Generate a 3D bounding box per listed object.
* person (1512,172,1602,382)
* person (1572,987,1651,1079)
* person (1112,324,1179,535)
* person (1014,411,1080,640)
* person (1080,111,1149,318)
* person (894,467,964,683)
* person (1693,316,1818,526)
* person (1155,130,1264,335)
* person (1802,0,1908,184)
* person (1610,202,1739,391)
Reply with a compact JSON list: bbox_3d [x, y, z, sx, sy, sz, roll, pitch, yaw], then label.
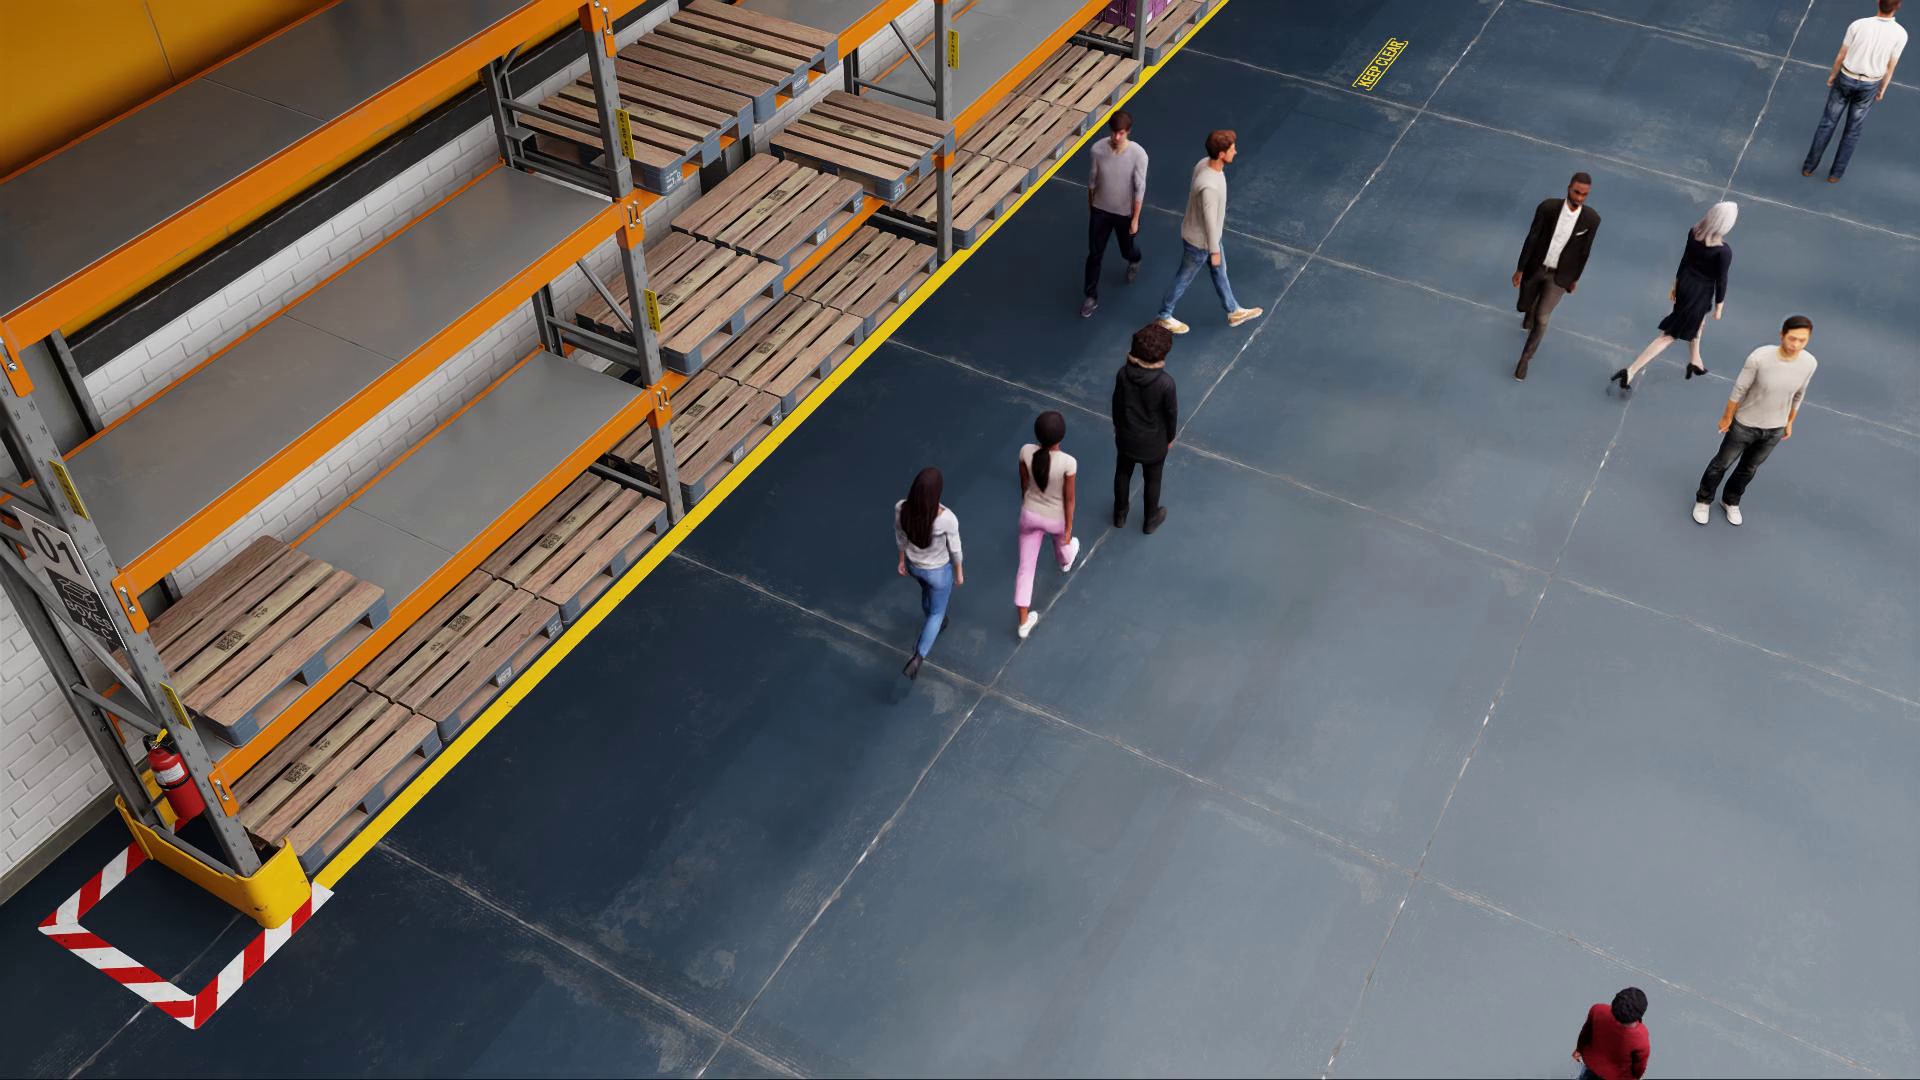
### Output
[{"bbox_3d":[4.710,-2.184,13.314,0.730,1.775,1.076,17,46,17],"label":"person"},{"bbox_3d":[3.303,2.721,8.550,0.880,1.245,0.715,-25,49,-24],"label":"person"},{"bbox_3d":[1.301,-0.771,11.828,0.645,1.778,0.601,17,46,17],"label":"person"},{"bbox_3d":[0.535,-0.073,11.159,0.690,1.691,1.202,17,46,17],"label":"person"},{"bbox_3d":[1.337,-2.800,13.933,0.771,1.813,1.157,15,46,15],"label":"person"},{"bbox_3d":[-0.237,0.247,10.884,0.661,1.608,1.018,19,47,19],"label":"person"},{"bbox_3d":[5.712,-0.869,11.907,0.733,1.811,0.694,4,44,4],"label":"person"},{"bbox_3d":[1.873,-2.473,13.559,1.037,1.856,1.174,7,44,7],"label":"person"},{"bbox_3d":[8.285,-4.203,15.378,0.653,1.850,0.553,20,47,20],"label":"person"},{"bbox_3d":[5.663,-1.849,13.018,1.203,1.698,1.094,-13,45,-13],"label":"person"}]
